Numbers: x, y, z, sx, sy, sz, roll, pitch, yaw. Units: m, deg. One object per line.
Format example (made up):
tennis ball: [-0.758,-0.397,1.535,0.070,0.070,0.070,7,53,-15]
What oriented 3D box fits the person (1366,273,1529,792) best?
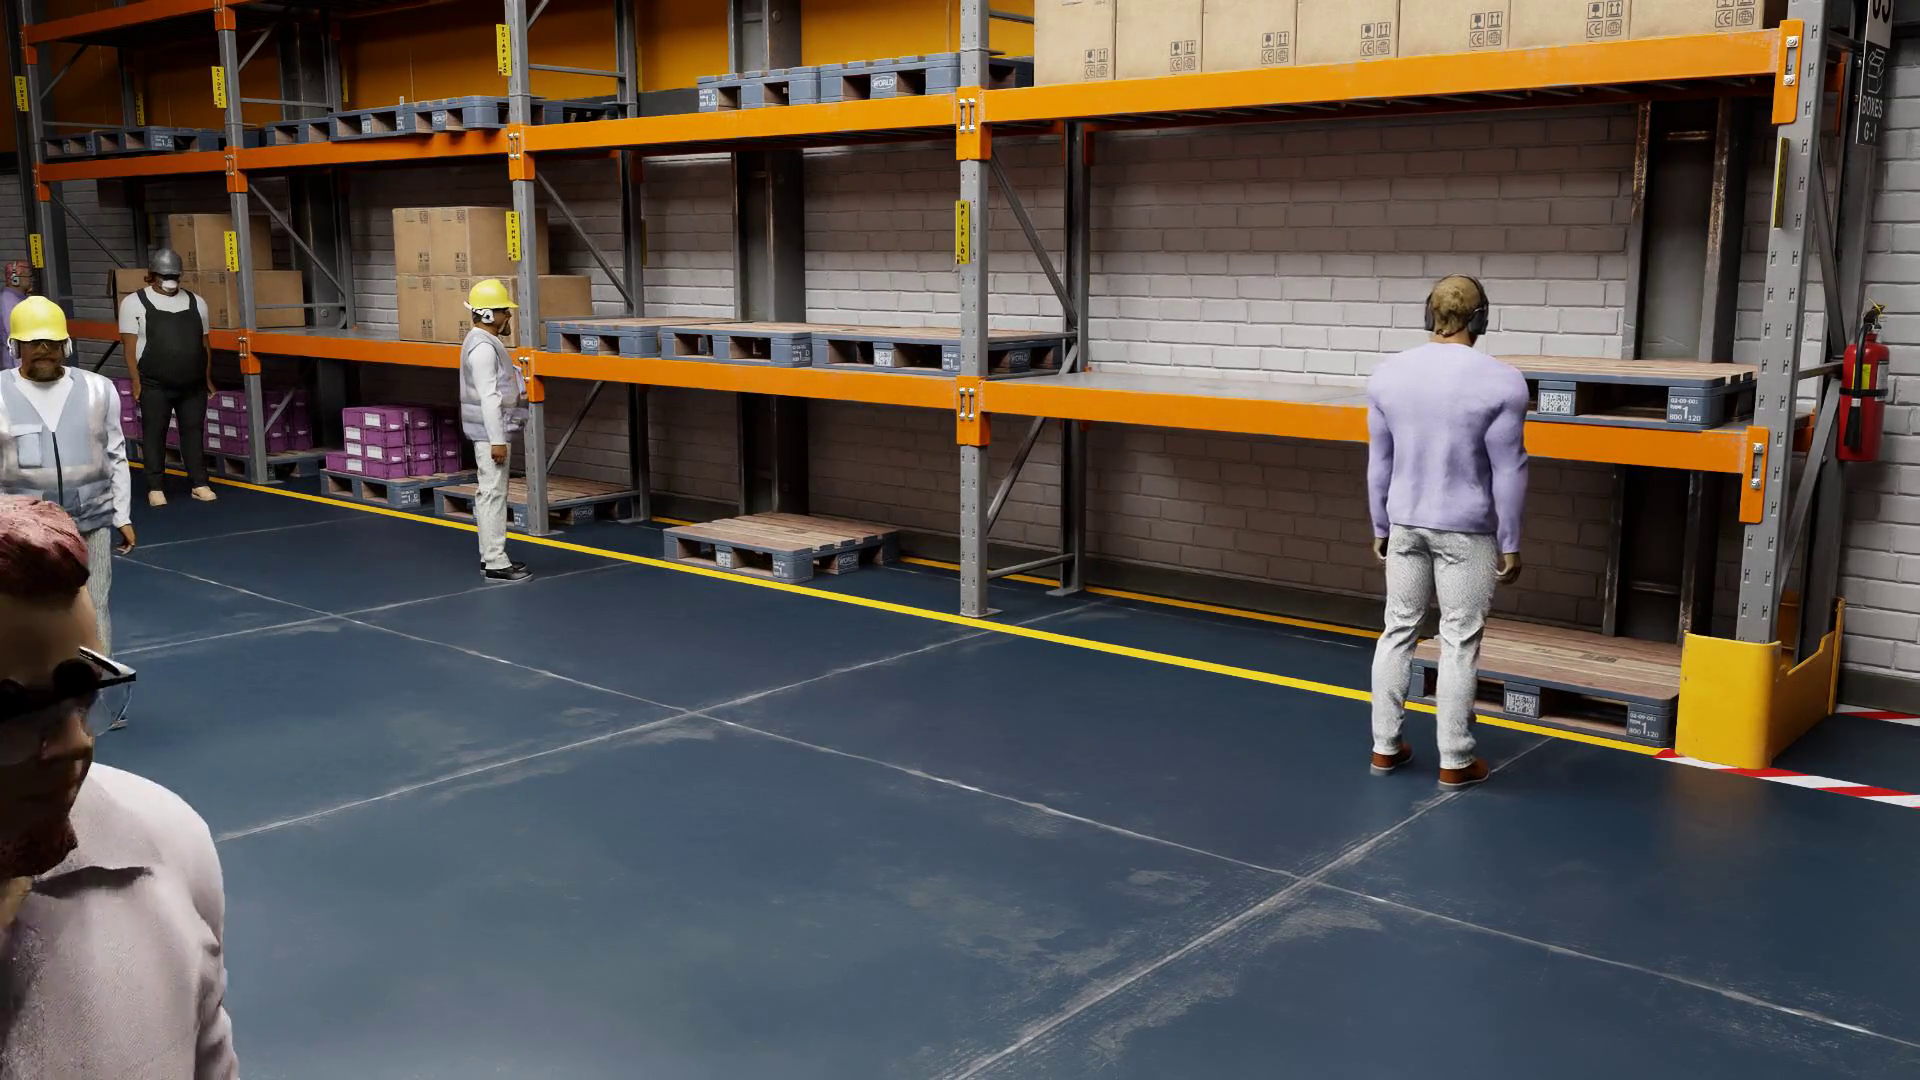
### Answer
person: [1.814,-0.029,6.258,0.629,1.931,0.357,9,13,41]

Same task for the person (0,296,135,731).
person: [-3.741,-0.088,6.880,0.602,1.827,0.404,-7,12,-36]

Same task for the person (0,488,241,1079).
person: [-0.972,0.852,1.474,0.766,1.866,0.654,4,11,20]

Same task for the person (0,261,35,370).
person: [-8.547,-1.591,15.225,0.403,1.906,0.652,-5,11,-27]

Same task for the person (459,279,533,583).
person: [-2.822,-0.658,10.117,0.404,1.833,0.589,-4,11,-19]

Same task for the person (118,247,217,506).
person: [-6.222,-1.299,13.174,0.537,2.000,0.679,10,14,44]
